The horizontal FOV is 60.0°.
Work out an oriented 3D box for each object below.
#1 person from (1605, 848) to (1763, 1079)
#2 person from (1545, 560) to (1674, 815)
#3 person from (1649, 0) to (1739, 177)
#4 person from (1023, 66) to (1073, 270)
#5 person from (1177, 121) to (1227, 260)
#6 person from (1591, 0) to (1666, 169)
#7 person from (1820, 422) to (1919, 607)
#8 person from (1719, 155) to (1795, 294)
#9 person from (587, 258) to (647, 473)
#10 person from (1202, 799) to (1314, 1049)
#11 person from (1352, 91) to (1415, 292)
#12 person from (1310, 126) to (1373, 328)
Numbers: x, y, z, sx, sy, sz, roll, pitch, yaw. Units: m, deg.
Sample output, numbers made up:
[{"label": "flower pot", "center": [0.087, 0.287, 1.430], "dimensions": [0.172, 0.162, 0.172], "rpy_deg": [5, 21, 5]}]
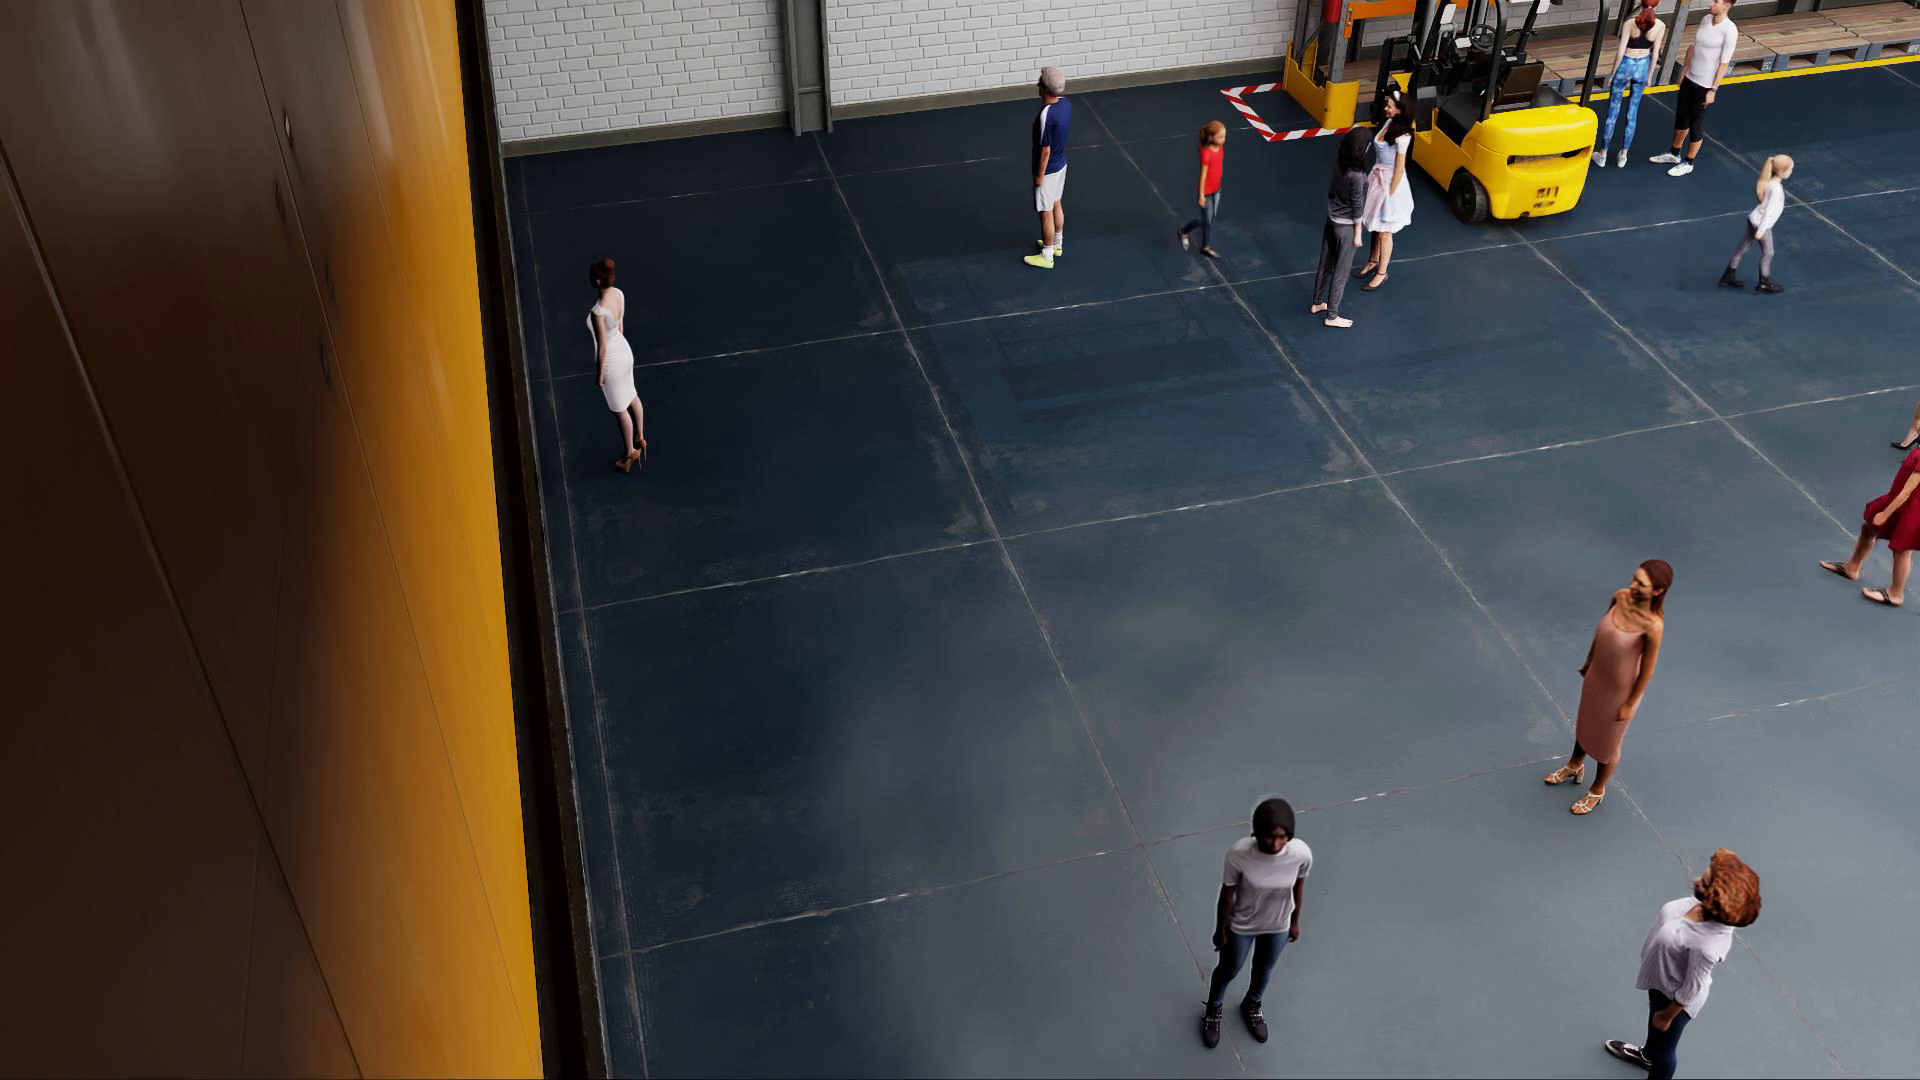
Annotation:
[{"label": "person", "center": [3.486, 2.132, 8.027], "dimensions": [0.791, 1.713, 0.751], "rpy_deg": [13, 41, 16]}, {"label": "person", "center": [3.763, 0.834, 9.558], "dimensions": [0.513, 1.831, 0.589], "rpy_deg": [-11, 40, -14]}, {"label": "person", "center": [7.219, -4.478, 16.194], "dimensions": [0.532, 1.851, 0.673], "rpy_deg": [-10, 40, -12]}, {"label": "person", "center": [0.790, -3.309, 14.741], "dimensions": [0.758, 1.838, 0.721], "rpy_deg": [16, 41, 19]}, {"label": "person", "center": [2.187, -3.169, 14.992], "dimensions": [0.728, 1.305, 0.687], "rpy_deg": [26, 46, 29]}, {"label": "person", "center": [6.569, -4.531, 16.313], "dimensions": [0.614, 1.785, 0.717], "rpy_deg": [4, 39, 5]}, {"label": "person", "center": [6.397, -0.189, 11.078], "dimensions": [0.865, 1.533, 0.802], "rpy_deg": [19, 42, 22]}, {"label": "person", "center": [6.926, -2.760, 14.514], "dimensions": [0.830, 1.262, 0.686], "rpy_deg": [5, 39, 7]}, {"label": "person", "center": [-2.527, -1.288, 12.246], "dimensions": [0.636, 1.793, 0.633], "rpy_deg": [10, 40, 12]}, {"label": "person", "center": [1.481, 1.911, 8.300], "dimensions": [0.494, 1.719, 0.676], "rpy_deg": [-4, 39, -5]}, {"label": "person", "center": [3.679, -3.015, 14.390], "dimensions": [0.754, 1.816, 0.730], "rpy_deg": [-5, 39, -6]}, {"label": "person", "center": [3.211, -2.639, 13.960], "dimensions": [0.522, 1.764, 0.610], "rpy_deg": [-12, 40, -15]}]
